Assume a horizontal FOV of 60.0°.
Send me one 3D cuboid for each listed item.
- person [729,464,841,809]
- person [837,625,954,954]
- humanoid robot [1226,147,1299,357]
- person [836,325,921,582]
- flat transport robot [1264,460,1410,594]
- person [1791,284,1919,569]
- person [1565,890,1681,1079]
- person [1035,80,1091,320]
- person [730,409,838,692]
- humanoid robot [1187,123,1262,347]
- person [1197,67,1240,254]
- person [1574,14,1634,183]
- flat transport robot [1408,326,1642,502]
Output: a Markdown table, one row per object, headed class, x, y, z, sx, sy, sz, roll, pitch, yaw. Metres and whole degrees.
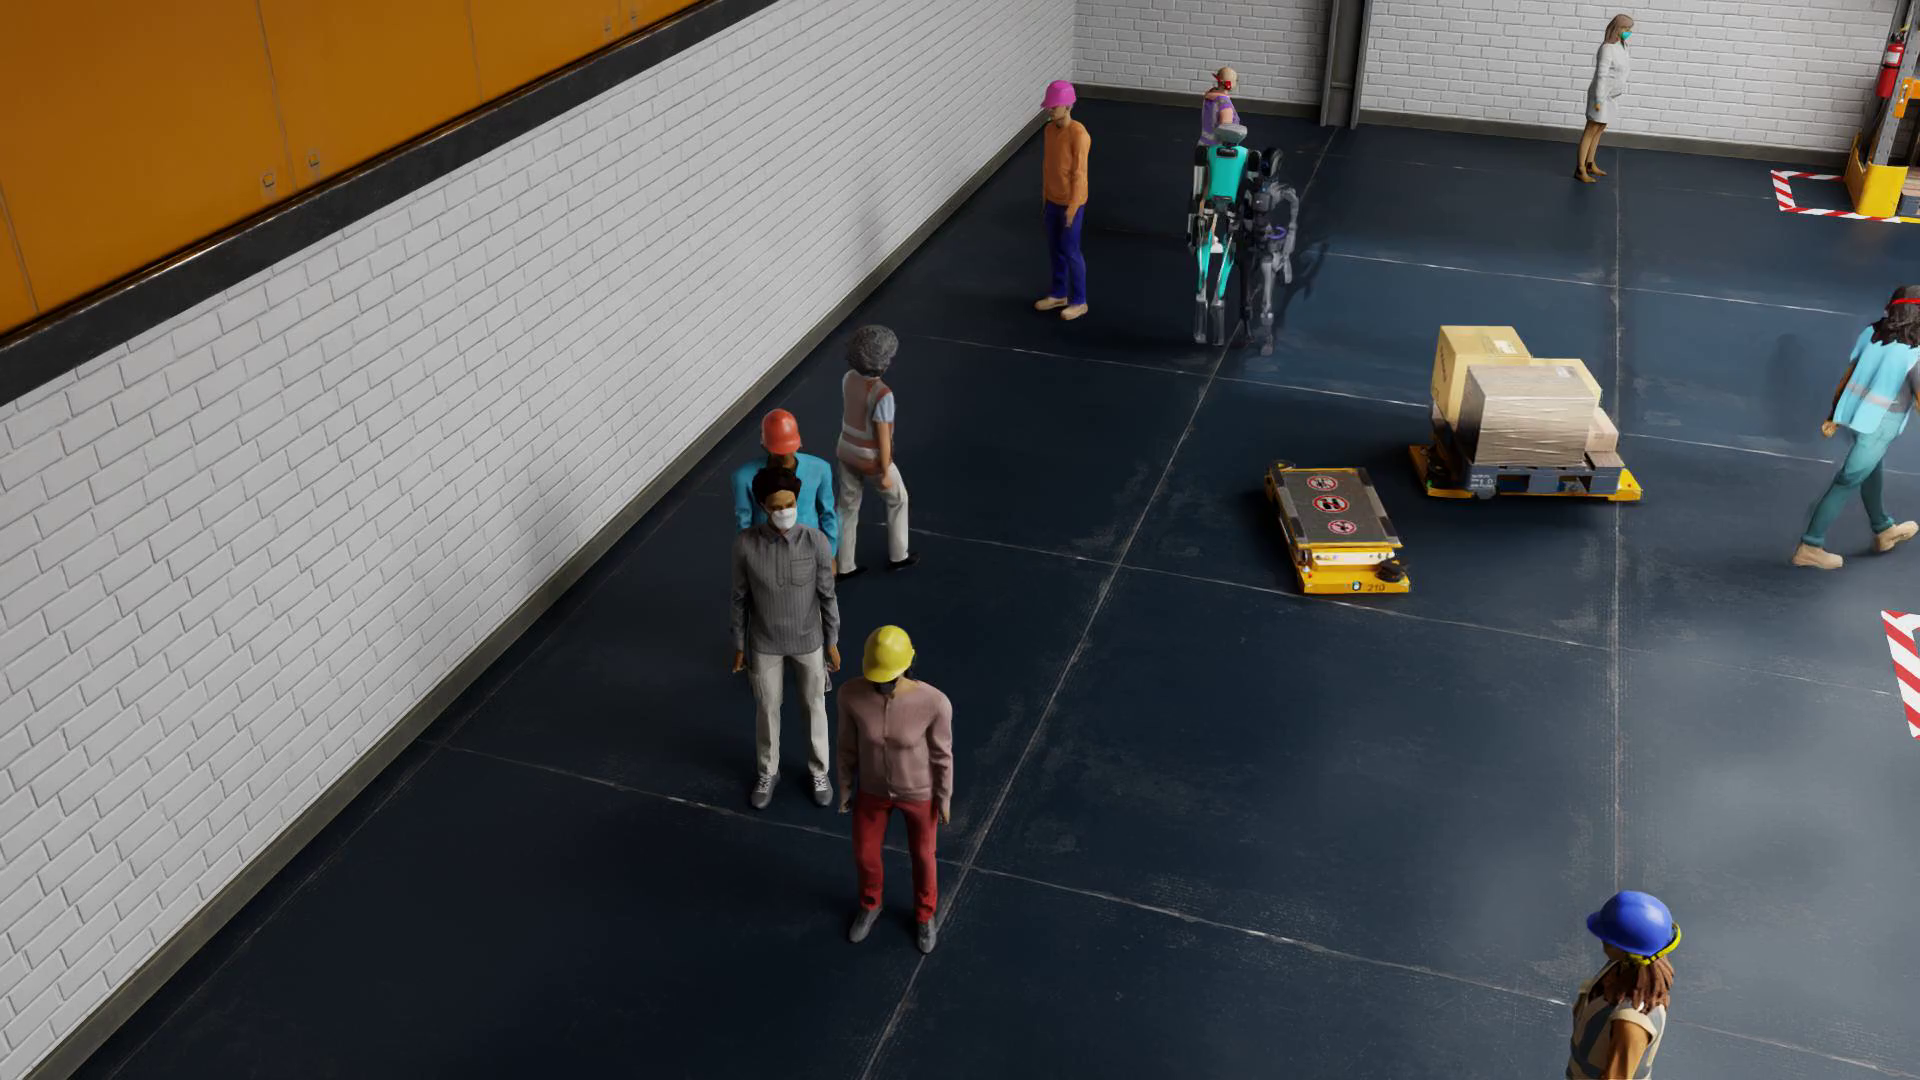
| class | x | y | z | sx | sy | sz | roll | pitch | yaw |
| --- | --- | --- | --- | --- | --- | --- | --- | --- | --- |
| person | -0.859 | 0.480 | 8.198 | 0.545 | 1.901 | 0.388 | -1 | 30 | -2 |
| person | -0.281 | 1.104 | 7.284 | 0.523 | 1.758 | 0.356 | 7 | 31 | 11 |
| humanoid robot | 2.368 | -2.269 | 13.093 | 0.593 | 1.655 | 0.344 | 18 | 35 | 27 |
| person | -0.511 | -0.532 | 10.151 | 0.464 | 1.663 | 0.671 | 24 | 38 | 35 |
| flat transport robot | 2.423 | -0.100 | 10.795 | 0.659 | 0.231 | 1.431 | 0 | 30 | -1 |
| person | 5.743 | -0.664 | 10.215 | 0.953 | 1.824 | 0.590 | -4 | 31 | -6 |
| person | 2.240 | 1.933 | 5.854 | 0.333 | 1.772 | 0.475 | 11 | 32 | 19 |
| person | 0.835 | -2.805 | 13.720 | 0.412 | 1.972 | 0.524 | -21 | 36 | -31 |
| person | -0.934 | 0.080 | 9.030 | 0.562 | 1.745 | 0.339 | -7 | 31 | -12 |
| humanoid robot | 2.023 | -2.312 | 13.157 | 0.532 | 1.824 | 0.757 | 8 | 31 | 14 |
| person | 2.321 | -3.441 | 15.081 | 0.344 | 1.686 | 0.483 | -8 | 31 | -13 |
| person | 6.557 | -4.484 | 16.874 | 0.342 | 1.663 | 0.485 | 24 | 38 | 35 |
| flat transport robot | 3.891 | -0.511 | 11.495 | 1.431 | 0.231 | 0.659 | 1 | 30 | 2 |
